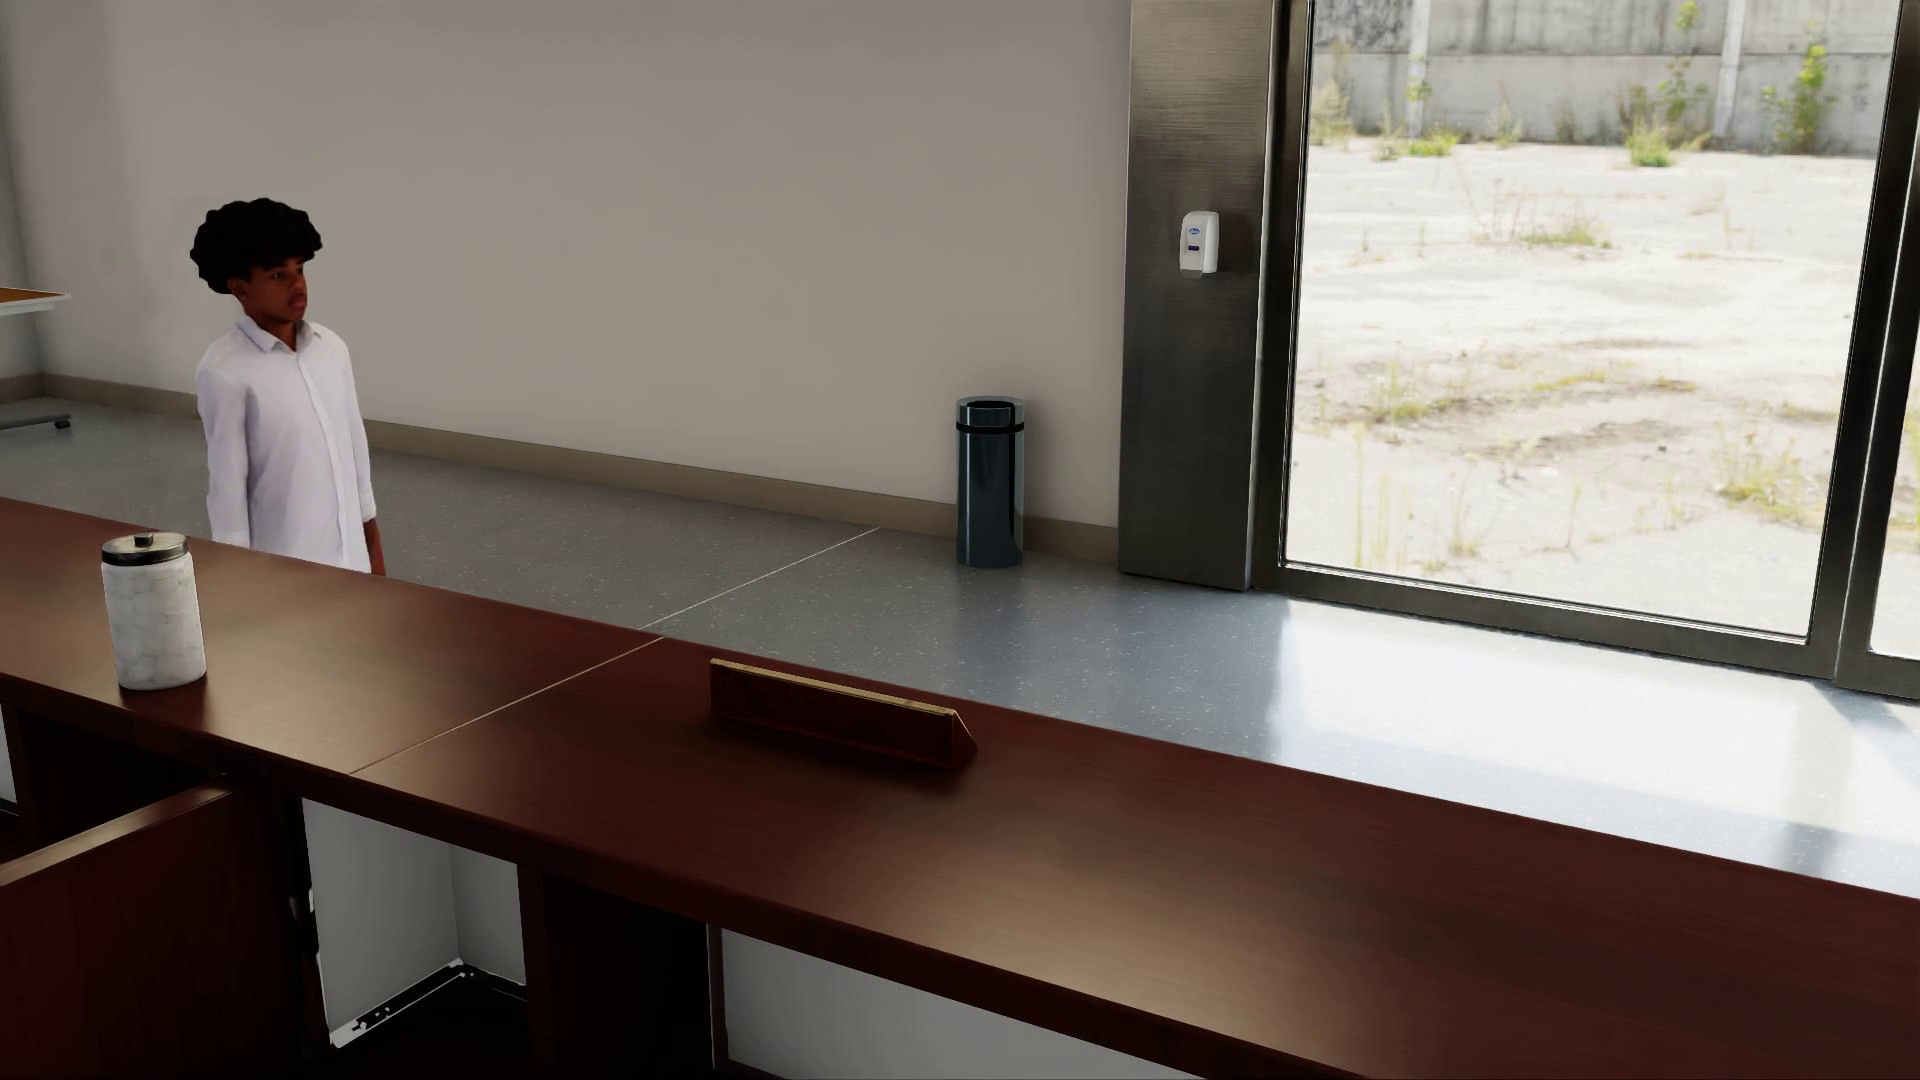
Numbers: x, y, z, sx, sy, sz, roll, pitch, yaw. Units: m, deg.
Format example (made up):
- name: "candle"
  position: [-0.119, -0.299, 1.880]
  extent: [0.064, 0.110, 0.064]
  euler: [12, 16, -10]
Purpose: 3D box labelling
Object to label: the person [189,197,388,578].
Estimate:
- name: "person"
  position: [-1.782, 0.019, 4.383]
  extent: [0.792, 1.788, 1.014]
  euler: [7, 17, 22]
